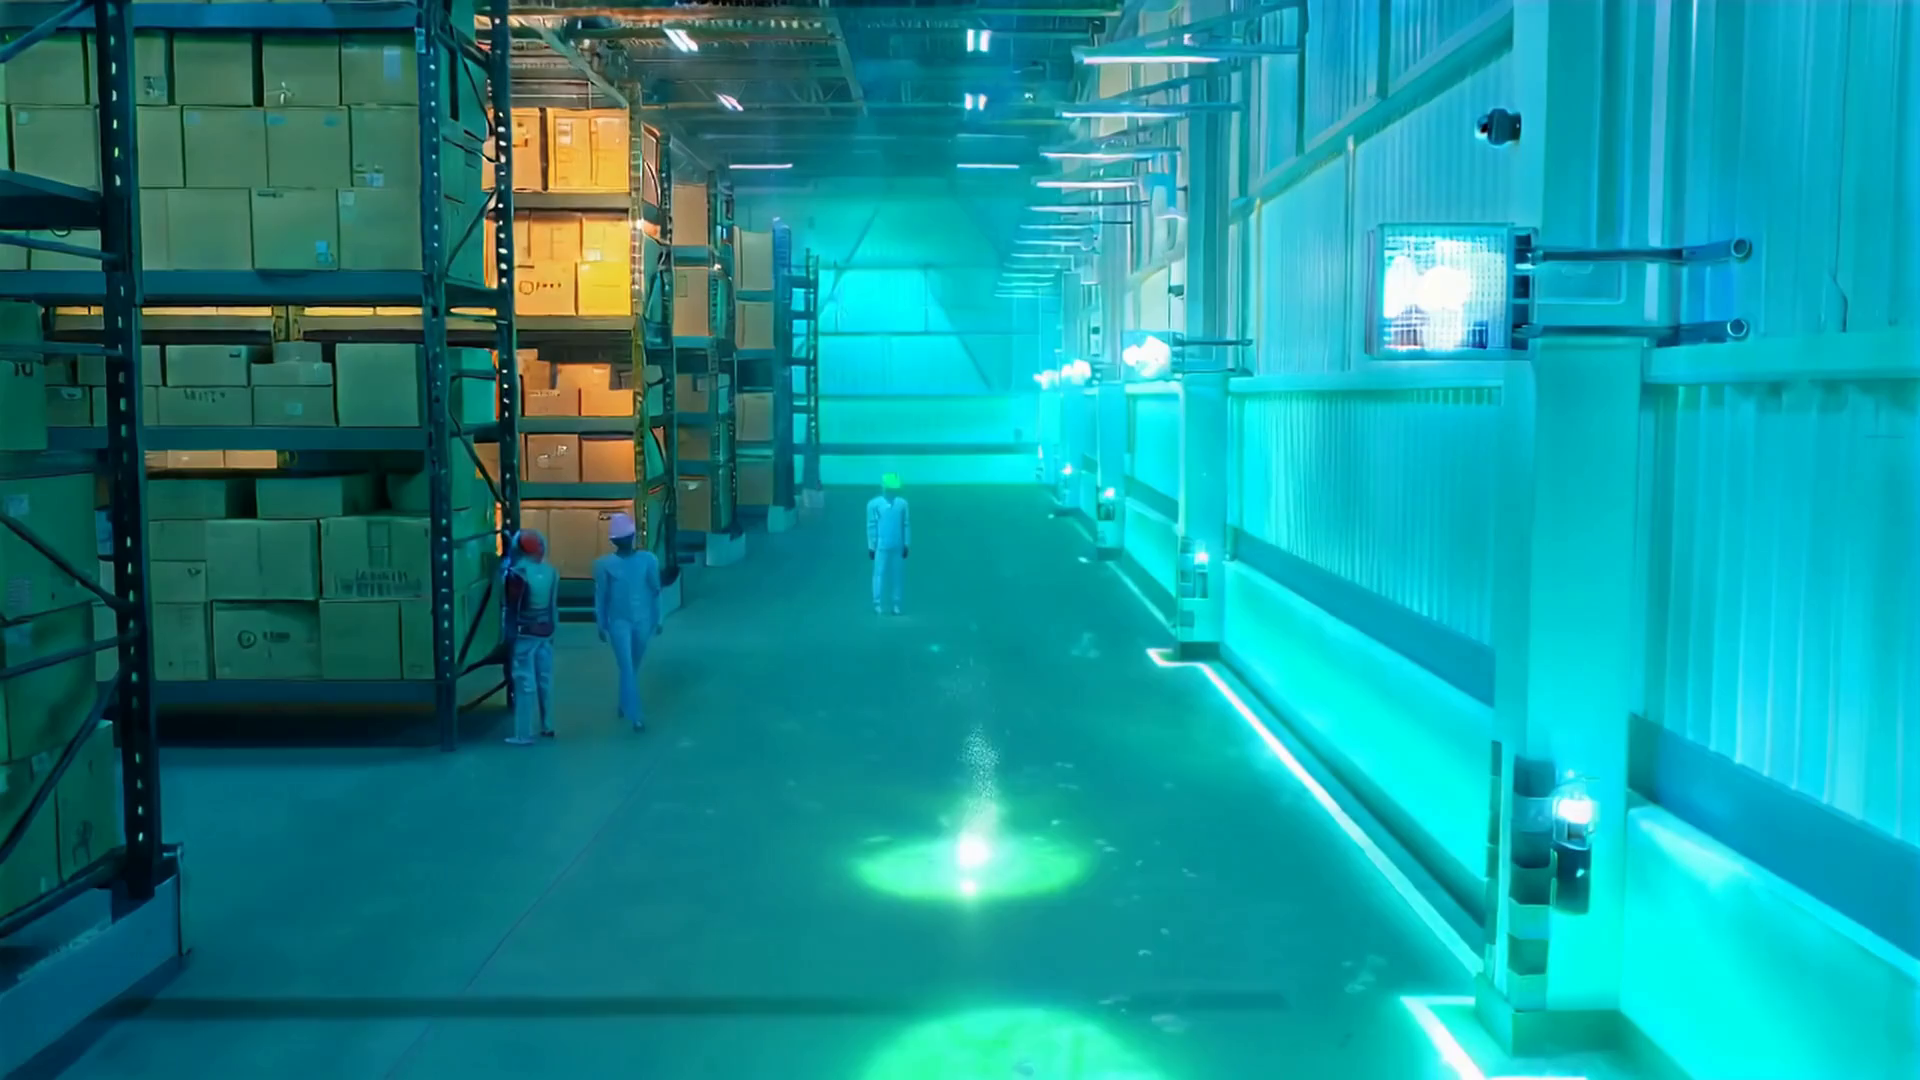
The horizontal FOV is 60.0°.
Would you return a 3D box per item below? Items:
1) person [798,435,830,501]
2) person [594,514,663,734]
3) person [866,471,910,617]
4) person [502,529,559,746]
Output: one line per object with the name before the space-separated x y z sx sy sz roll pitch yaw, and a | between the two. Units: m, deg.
person | -3.723 -1.802 41.743 0.905 1.697 0.492 3 6 33
person | -2.662 0.631 13.267 0.519 1.714 0.909 -2 5 -26
person | -0.842 0.048 19.879 0.565 1.745 0.348 -3 6 -29
person | -3.234 0.733 12.581 0.314 1.629 0.527 3 6 31
